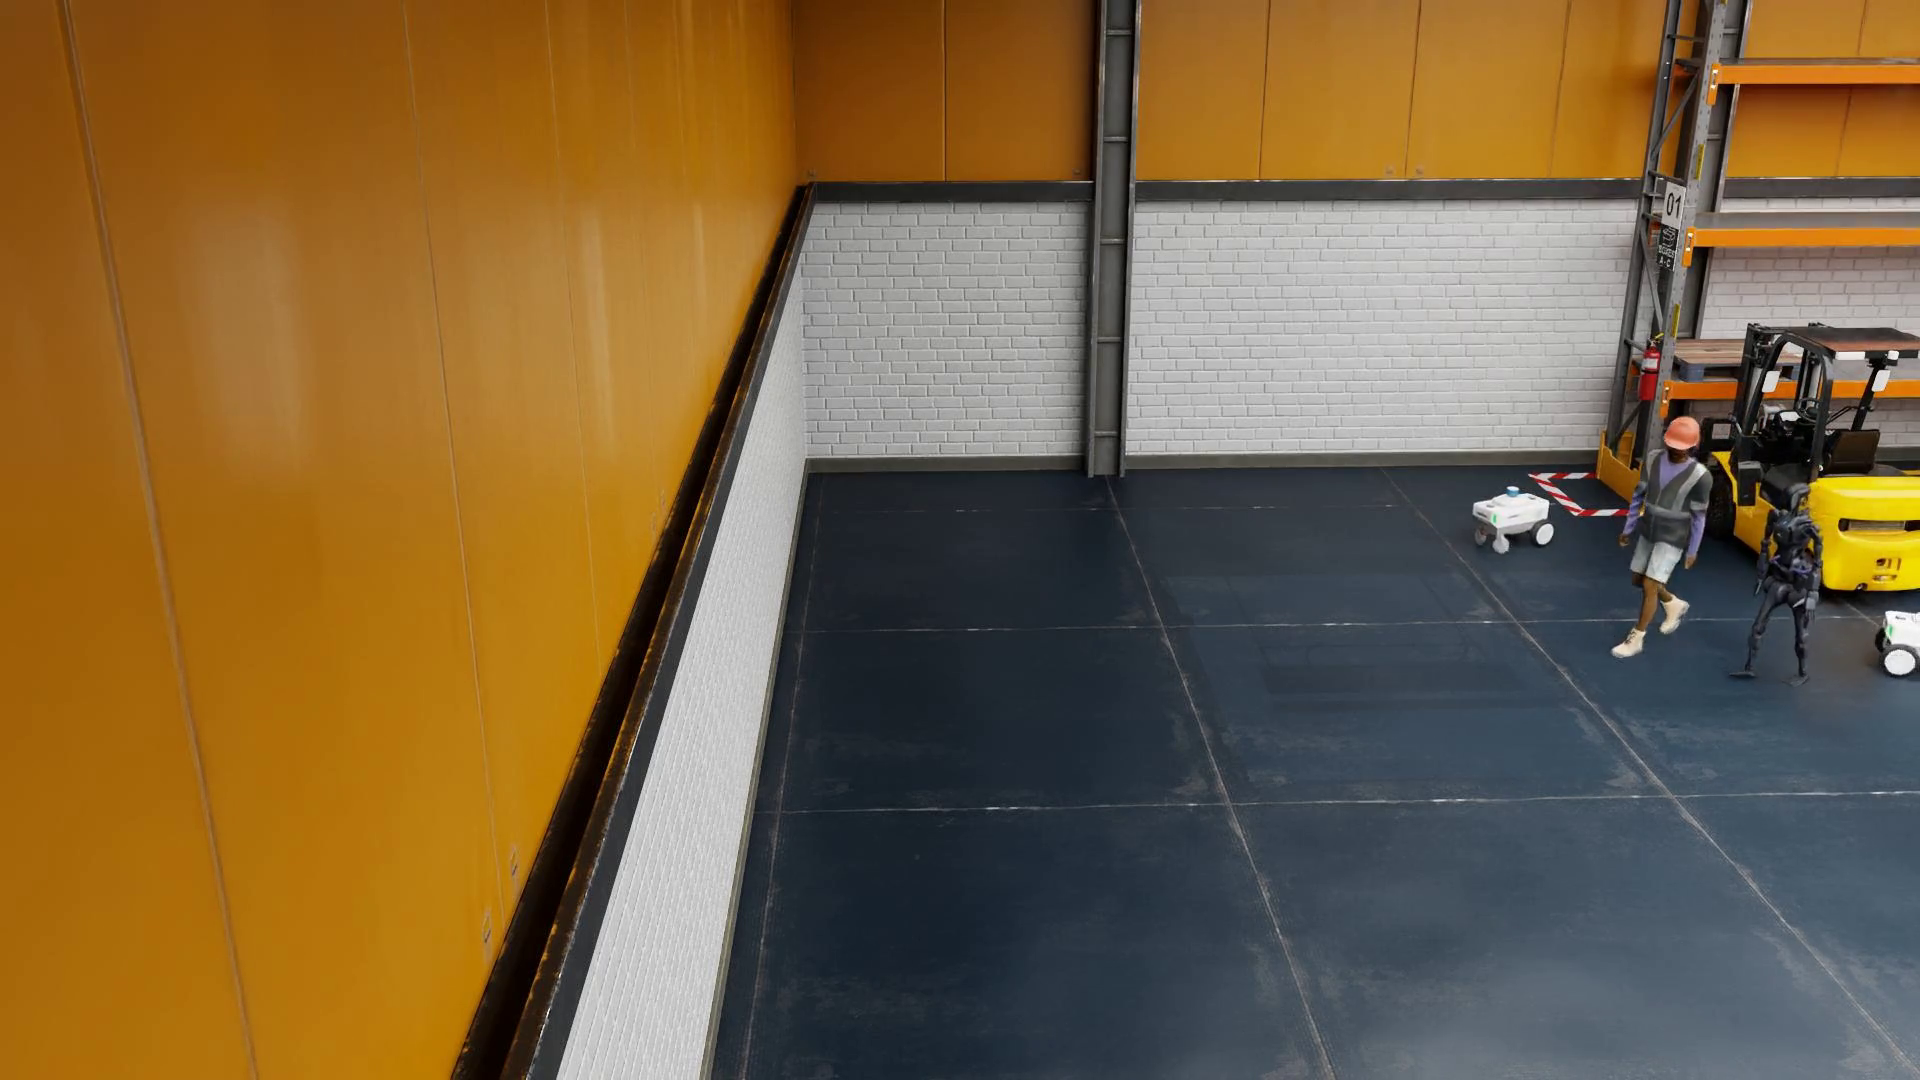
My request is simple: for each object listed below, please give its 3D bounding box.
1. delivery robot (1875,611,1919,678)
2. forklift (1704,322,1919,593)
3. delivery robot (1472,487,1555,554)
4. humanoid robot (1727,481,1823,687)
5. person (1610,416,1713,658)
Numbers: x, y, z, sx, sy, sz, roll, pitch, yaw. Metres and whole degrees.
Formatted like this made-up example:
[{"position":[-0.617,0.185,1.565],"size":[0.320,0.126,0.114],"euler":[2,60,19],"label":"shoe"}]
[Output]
[{"position":[7.590,0.785,12.994],"size":[0.764,0.582,0.499],"euler":[8,22,22],"label":"delivery robot"},{"position":[7.809,-0.792,14.926],"size":[1.214,2.155,2.313],"euler":[-1,20,-2],"label":"forklift"},{"position":[5.211,-0.210,15.695],"size":[0.752,0.585,0.523],"euler":[-9,22,-24],"label":"delivery robot"},{"position":[6.323,0.328,12.664],"size":[0.549,1.631,0.584],"euler":[-8,22,-21],"label":"humanoid robot"},{"position":[5.608,-0.050,13.174],"size":[0.745,2.013,0.631],"euler":[-10,23,-26],"label":"person"}]
